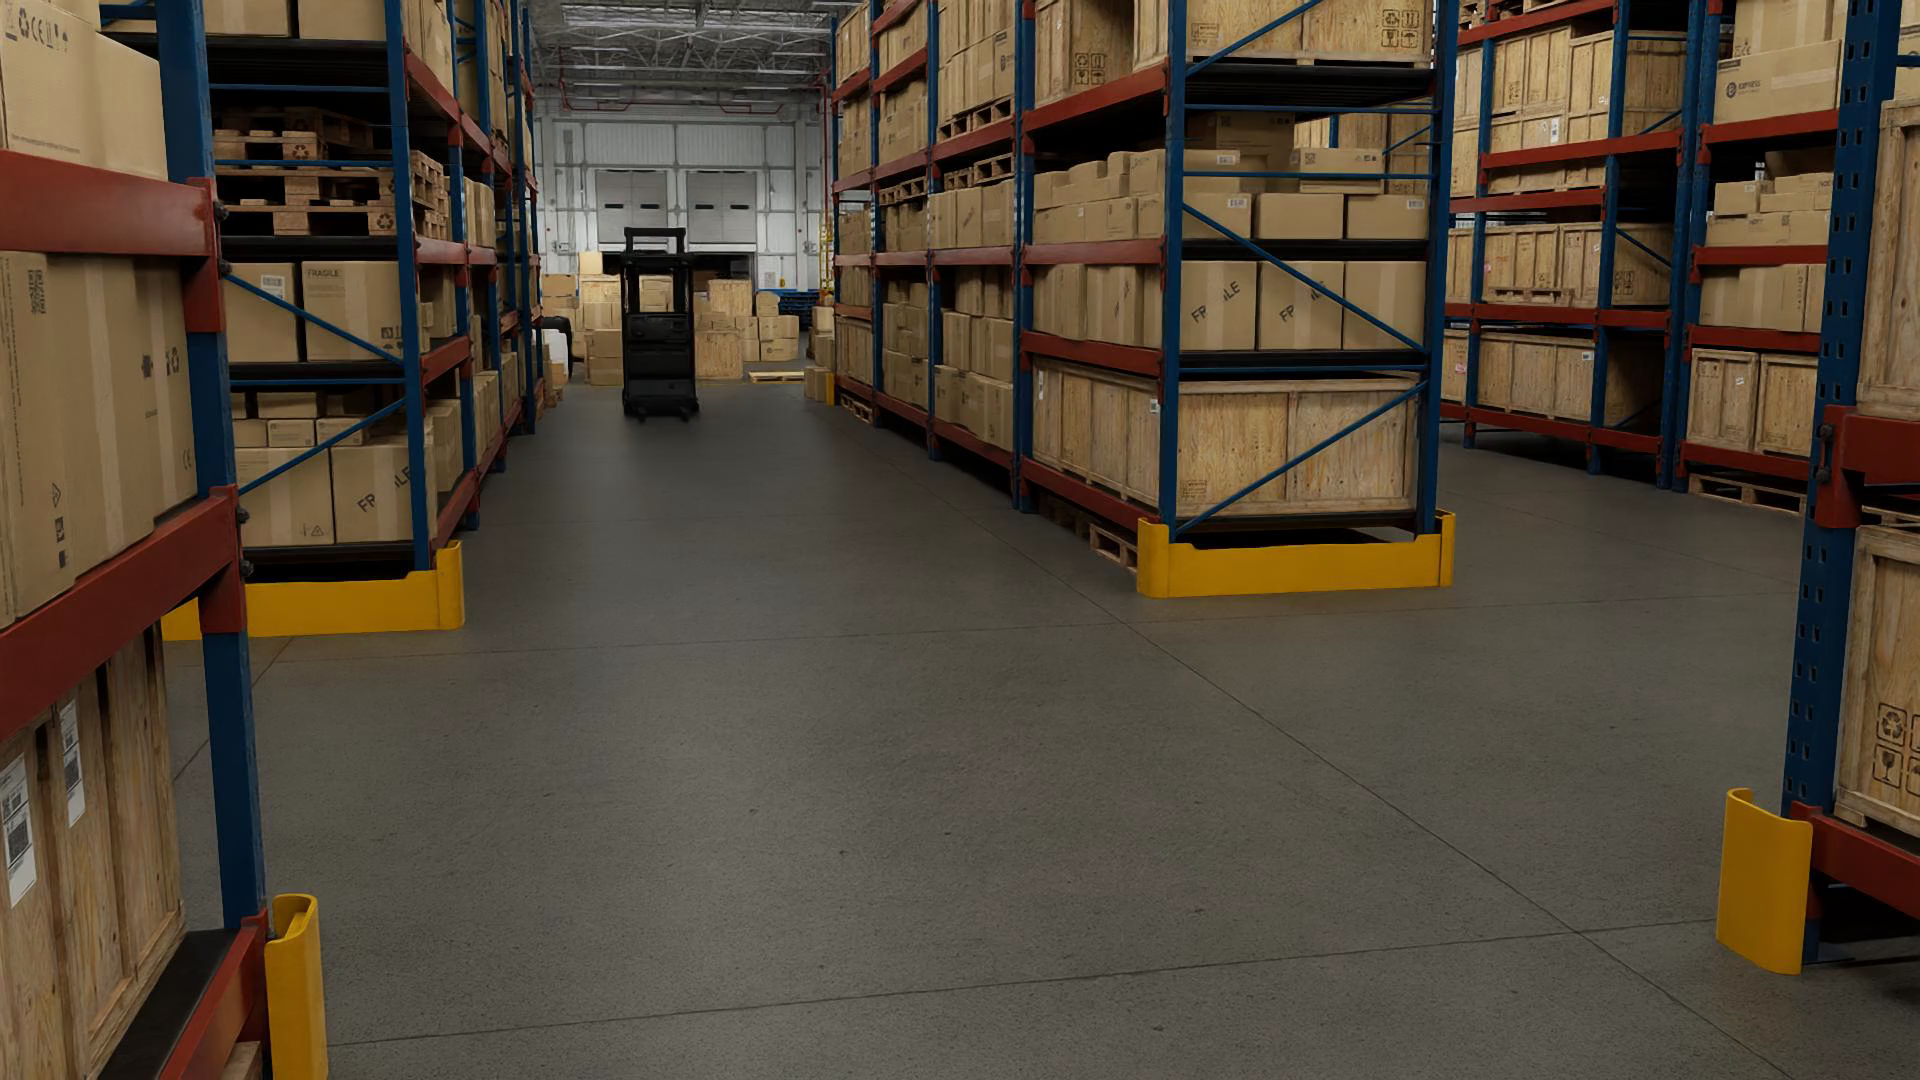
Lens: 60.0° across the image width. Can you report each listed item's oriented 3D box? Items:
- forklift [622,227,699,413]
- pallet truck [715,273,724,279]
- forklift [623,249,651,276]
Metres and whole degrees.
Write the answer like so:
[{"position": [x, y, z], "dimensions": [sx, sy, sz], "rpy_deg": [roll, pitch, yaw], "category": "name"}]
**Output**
[{"position": [-4.688, -3.430, 25.730], "dimensions": [1.129, 2.768, 1.873], "rpy_deg": [-2, 10, -12], "category": "forklift"}, {"position": [-8.580, -8.986, 62.280], "dimensions": [1.885, 1.965, 0.823], "rpy_deg": [1, 9, 5], "category": "pallet truck"}, {"position": [-11.048, -8.569, 57.054], "dimensions": [1.129, 2.768, 1.873], "rpy_deg": [-8, 12, -39], "category": "forklift"}]
